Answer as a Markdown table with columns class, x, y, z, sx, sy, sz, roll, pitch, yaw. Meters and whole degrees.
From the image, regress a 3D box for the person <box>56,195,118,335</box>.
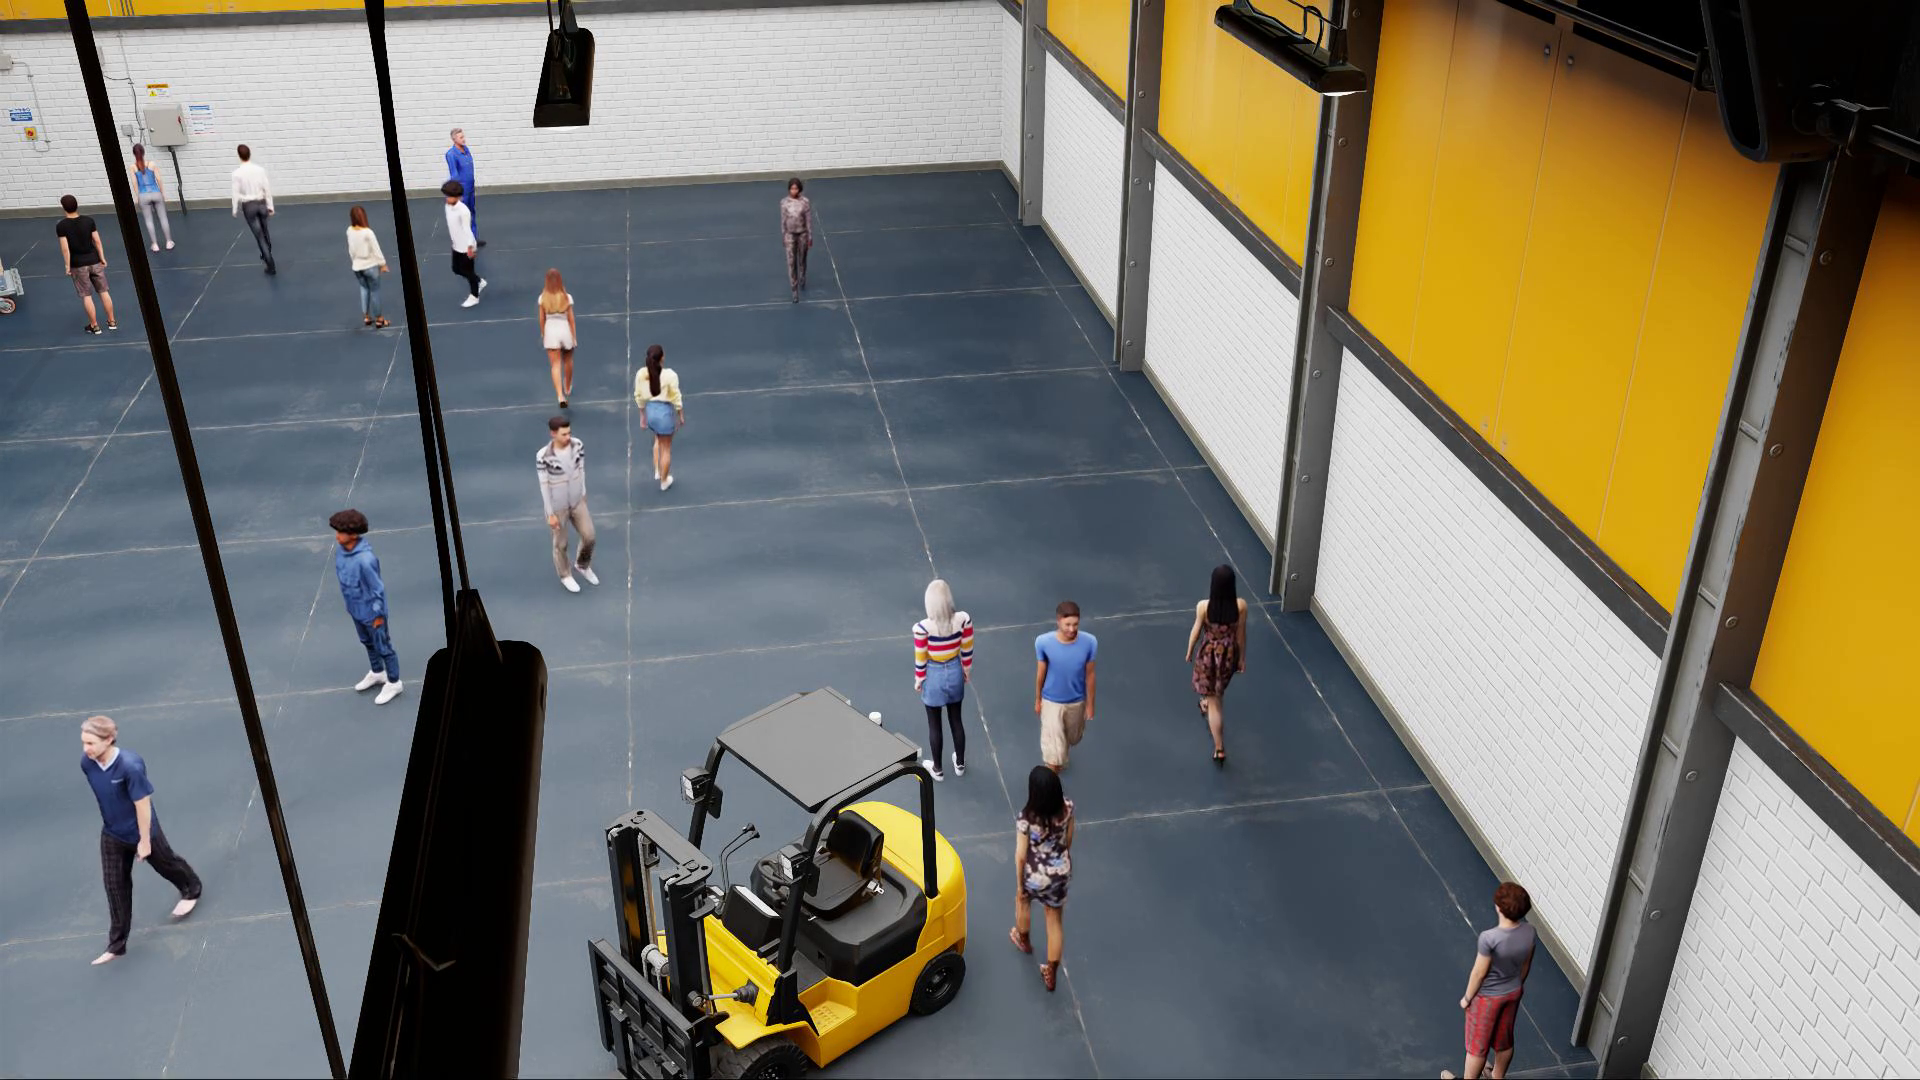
| class | x | y | z | sx | sy | sz | roll | pitch | yaw |
| --- | --- | --- | --- | --- | --- | --- | --- | --- | --- |
| person | -11.527 | -3.644 | 21.912 | 0.795 | 1.862 | 0.775 | 25 | 37 | 38 |

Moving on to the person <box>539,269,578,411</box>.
| class | x | y | z | sx | sy | sz | roll | pitch | yaw |
| --- | --- | --- | --- | --- | --- | --- | --- | --- | --- |
| person | -4.782 | -2.369 | 19.783 | 0.572 | 1.662 | 1.091 | -5 | 29 | -10 |

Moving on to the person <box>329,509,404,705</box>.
| class | x | y | z | sx | sy | sz | roll | pitch | yaw |
| --- | --- | --- | --- | --- | --- | --- | --- | --- | --- |
| person | -5.100 | 0.546 | 14.287 | 0.720 | 1.808 | 0.813 | 23 | 36 | 36 |

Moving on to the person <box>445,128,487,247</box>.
| class | x | y | z | sx | sy | sz | roll | pitch | yaw |
| --- | --- | --- | --- | --- | --- | --- | --- | --- | --- |
| person | -7.449 | -5.265 | 24.917 | 0.850 | 1.830 | 0.670 | 8 | 30 | 14 |

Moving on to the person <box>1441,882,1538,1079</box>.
| class | x | y | z | sx | sy | sz | roll | pitch | yaw |
| --- | --- | --- | --- | --- | --- | --- | --- | --- | --- |
| person | 3.322 | 2.811 | 10.299 | 0.603 | 1.651 | 0.560 | -9 | 30 | -15 |

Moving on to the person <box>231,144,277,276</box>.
| class | x | y | z | sx | sy | sz | roll | pitch | yaw |
| --- | --- | --- | --- | --- | --- | --- | --- | --- | --- |
| person | -10.081 | -4.717 | 23.893 | 1.124 | 1.849 | 1.013 | 24 | 37 | 36 |

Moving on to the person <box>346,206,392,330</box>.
| class | x | y | z | sx | sy | sz | roll | pitch | yaw |
| --- | --- | --- | --- | --- | --- | --- | --- | --- | --- |
| person | -7.881 | -3.591 | 22.005 | 0.716 | 1.679 | 0.750 | 14 | 32 | 24 |

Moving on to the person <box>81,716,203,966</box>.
| class | x | y | z | sx | sy | sz | roll | pitch | yaw |
| --- | --- | --- | --- | --- | --- | --- | --- | --- | --- |
| person | -5.717 | 1.988 | 11.632 | 1.003 | 1.819 | 1.277 | 7 | 29 | 12 |

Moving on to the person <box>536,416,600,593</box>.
| class | x | y | z | sx | sy | sz | roll | pitch | yaw |
| --- | --- | --- | --- | --- | --- | --- | --- | --- | --- |
| person | -3.840 | -0.386 | 15.962 | 0.792 | 1.839 | 0.803 | -23 | 36 | -35 |

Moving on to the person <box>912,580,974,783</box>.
| class | x | y | z | sx | sy | sz | roll | pitch | yaw |
| --- | --- | --- | --- | --- | --- | --- | --- | --- | --- |
| person | -0.131 | 1.111 | 13.253 | 0.685 | 1.807 | 0.575 | -10 | 30 | -18 |

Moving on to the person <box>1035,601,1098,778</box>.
| class | x | y | z | sx | sy | sz | roll | pitch | yaw |
| --- | --- | --- | --- | --- | --- | --- | --- | --- | --- |
| person | 0.797 | 1.208 | 13.049 | 0.697 | 1.830 | 1.207 | -2 | 29 | -3 |

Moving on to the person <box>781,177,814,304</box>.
| class | x | y | z | sx | sy | sz | roll | pitch | yaw |
| --- | --- | --- | --- | --- | --- | --- | --- | --- | --- |
| person | -2.251 | -4.219 | 23.165 | 0.666 | 1.671 | 1.168 | -1 | 29 | -2 |

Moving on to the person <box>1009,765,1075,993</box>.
| class | x | y | z | sx | sy | sz | roll | pitch | yaw |
| --- | --- | --- | --- | --- | --- | --- | --- | --- | --- |
| person | 0.598 | 2.308 | 11.161 | 0.666 | 1.708 | 0.882 | -7 | 29 | -13 |

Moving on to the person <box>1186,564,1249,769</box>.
| class | x | y | z | sx | sy | sz | roll | pitch | yaw |
| --- | --- | --- | --- | --- | --- | --- | --- | --- | --- |
| person | 2.099 | 1.052 | 13.435 | 0.653 | 1.736 | 1.094 | -3 | 29 | -5 |

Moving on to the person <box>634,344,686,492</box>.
| class | x | y | z | sx | sy | sz | roll | pitch | yaw |
| --- | --- | --- | --- | --- | --- | --- | --- | --- | --- |
| person | -3.243 | -1.286 | 17.843 | 0.732 | 1.618 | 0.741 | 7 | 29 | 13 |

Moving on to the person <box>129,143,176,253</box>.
| class | x | y | z | sx | sy | sz | roll | pitch | yaw |
| --- | --- | --- | --- | --- | --- | --- | --- | --- | --- |
| person | -12.137 | -5.142 | 24.922 | 0.622 | 1.609 | 0.619 | -14 | 32 | -24 |

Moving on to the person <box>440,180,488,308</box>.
| class | x | y | z | sx | sy | sz | roll | pitch | yaw |
| --- | --- | --- | --- | --- | --- | --- | --- | --- | --- |
| person | -6.775 | -4.089 | 22.804 | 0.908 | 1.788 | 0.962 | 25 | 37 | 37 |
